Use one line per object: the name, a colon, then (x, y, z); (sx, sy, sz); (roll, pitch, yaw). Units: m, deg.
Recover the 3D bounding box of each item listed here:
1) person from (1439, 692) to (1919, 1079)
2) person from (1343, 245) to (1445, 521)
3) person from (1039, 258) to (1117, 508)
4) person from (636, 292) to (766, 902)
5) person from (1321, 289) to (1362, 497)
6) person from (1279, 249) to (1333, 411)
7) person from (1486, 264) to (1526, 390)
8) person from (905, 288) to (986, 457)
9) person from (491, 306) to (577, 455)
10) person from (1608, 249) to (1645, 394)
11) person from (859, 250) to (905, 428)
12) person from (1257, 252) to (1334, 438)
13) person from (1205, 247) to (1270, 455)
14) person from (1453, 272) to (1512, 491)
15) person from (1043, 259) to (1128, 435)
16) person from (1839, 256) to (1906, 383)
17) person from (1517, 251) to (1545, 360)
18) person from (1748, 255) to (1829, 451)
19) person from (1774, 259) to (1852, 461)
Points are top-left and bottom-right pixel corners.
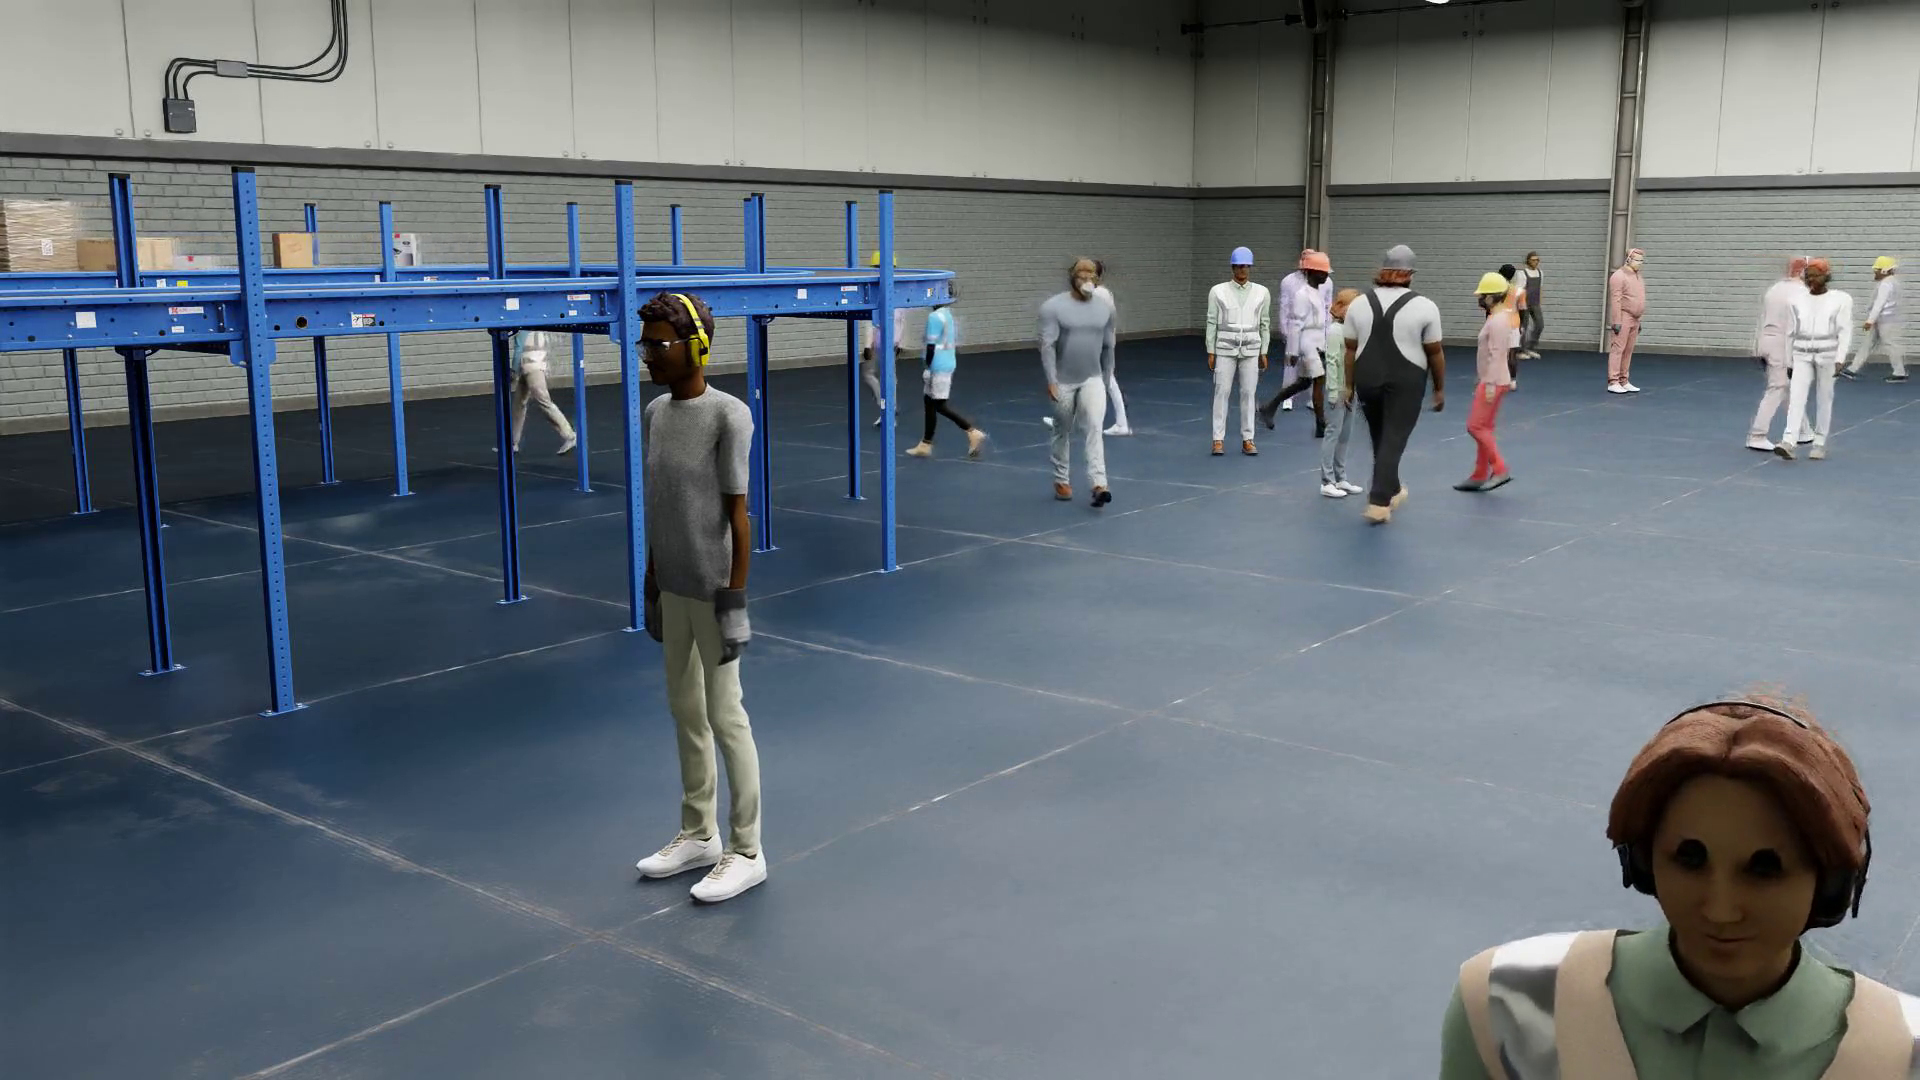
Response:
person: (0.705, 0.925, 1.625); (0.518, 1.627, 0.480); (6, 12, 28)
person: (3.181, -1.162, 12.155); (0.699, 2.000, 1.038); (7, 13, 35)
person: (0.915, -1.197, 12.685); (0.625, 1.871, 1.050); (-2, 10, -10)
person: (-0.819, 0.172, 5.155); (0.514, 1.865, 0.312); (10, 14, 43)
person: (3.053, -1.173, 13.226); (0.277, 1.633, 0.507); (8, 13, 37)
person: (4.130, -2.503, 19.839); (0.643, 1.910, 0.400); (0, 10, -2)
person: (7.341, -2.867, 22.434); (0.540, 1.695, 0.317); (2, 10, 10)
person: (-0.125, -1.587, 15.419); (0.740, 1.675, 0.536); (2, 10, 10)
person: (-4.011, -1.603, 15.706); (0.853, 1.599, 0.521); (-1, 10, -5)
person: (8.889, -2.914, 22.132); (0.639, 1.903, 0.409); (-9, 14, -41)
person: (-0.842, -2.147, 17.856); (0.419, 1.908, 0.607); (9, 13, 40)
person: (3.541, -2.021, 17.213); (0.891, 1.904, 0.551); (5, 12, 27)
person: (2.625, -1.784, 15.735); (0.605, 1.950, 0.380); (0, 10, -1)
person: (4.209, -1.257, 13.341); (0.384, 1.763, 0.546); (4, 11, 19)
person: (1.363, -2.006, 17.358); (0.977, 1.804, 0.539); (7, 12, 33)
person: (13.069, -3.134, 23.690); (0.941, 1.780, 0.592); (6, 12, 29)
person: (9.650, -3.948, 28.070); (0.539, 1.823, 0.588); (-3, 11, -18)
person: (8.072, -1.790, 16.011); (0.945, 1.863, 0.686); (0, 10, -2)
person: (7.800, -1.637, 15.214); (0.583, 1.835, 0.960); (9, 13, 40)
